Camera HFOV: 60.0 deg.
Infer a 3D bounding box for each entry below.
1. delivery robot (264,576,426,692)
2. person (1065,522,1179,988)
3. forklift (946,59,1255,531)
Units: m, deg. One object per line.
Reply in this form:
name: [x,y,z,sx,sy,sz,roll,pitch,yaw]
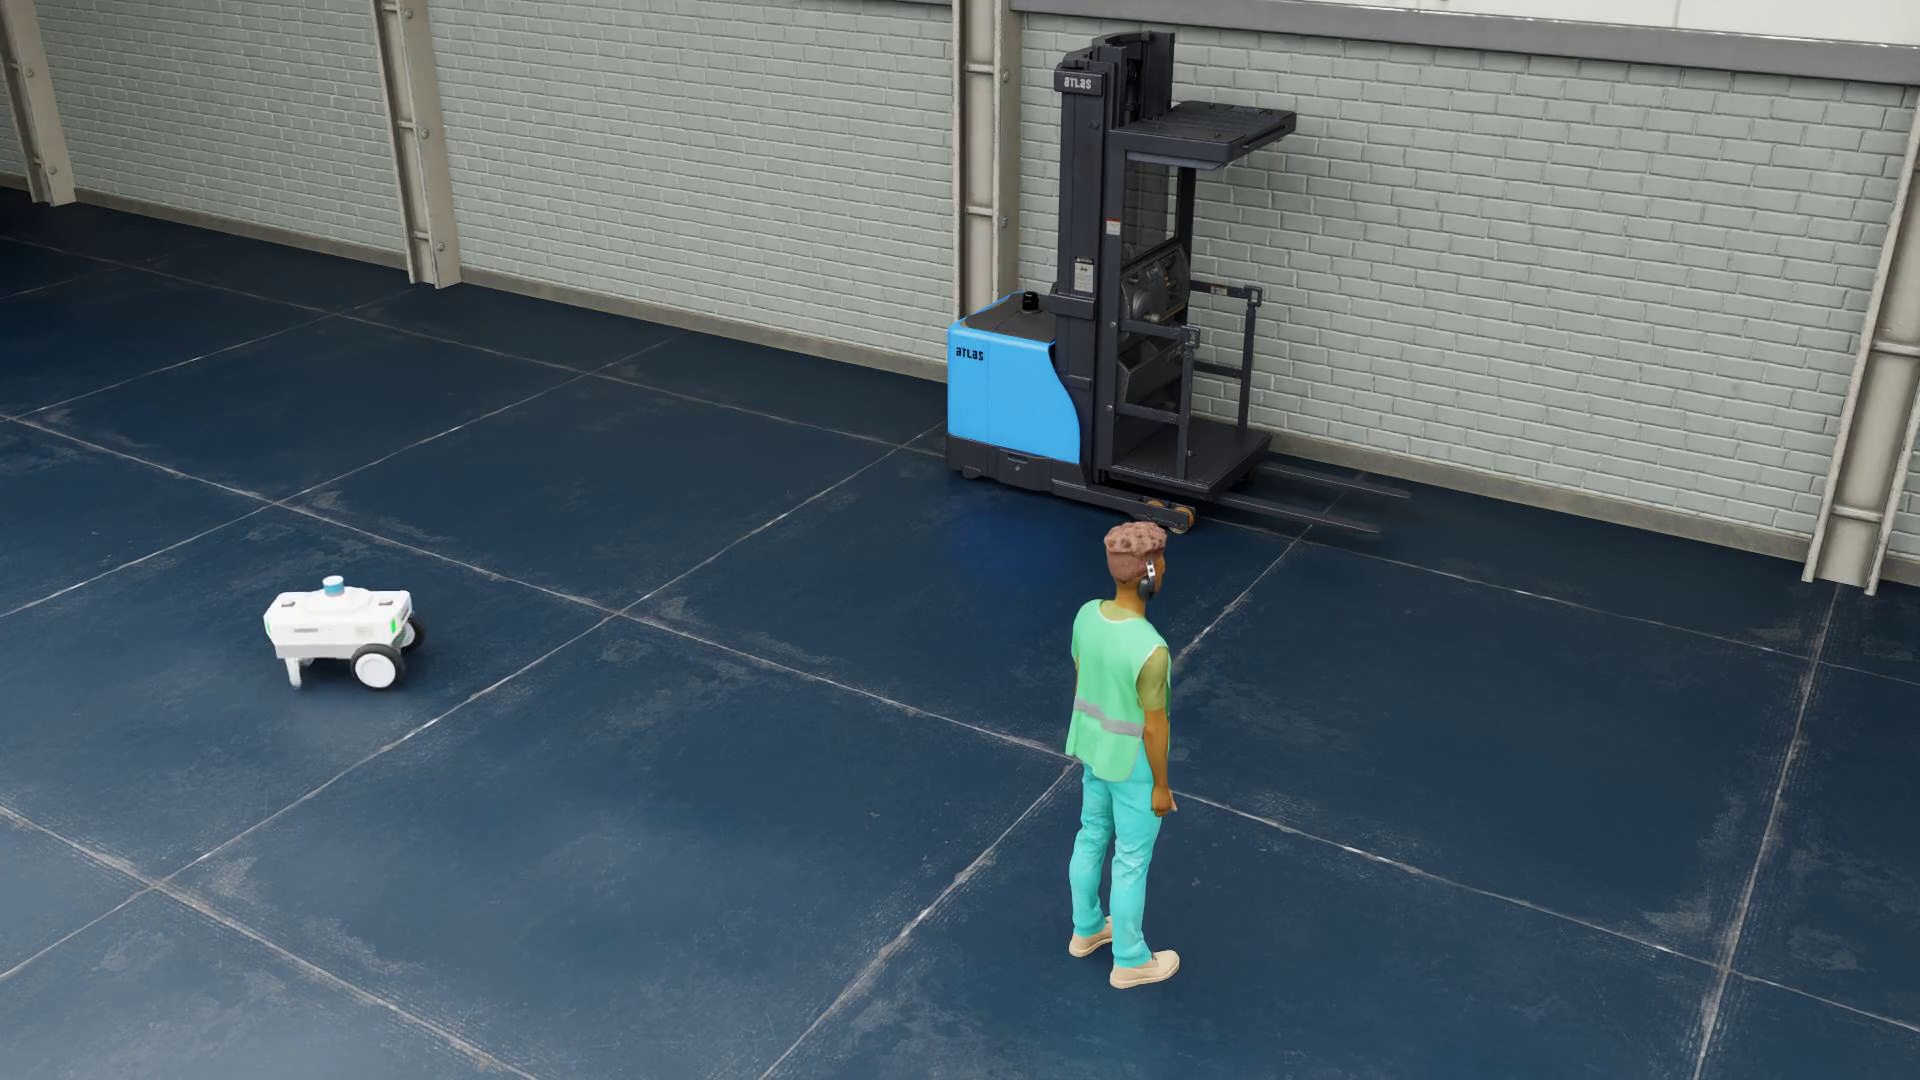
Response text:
delivery robot: [-3.277,0.488,8.907,0.780,0.609,0.511,-1,25,-1]
person: [0.625,0.848,6.469,0.403,1.978,0.482,-16,30,-31]
forklift: [0.933,-1.707,10.833,1.873,2.768,1.129,15,29,28]
